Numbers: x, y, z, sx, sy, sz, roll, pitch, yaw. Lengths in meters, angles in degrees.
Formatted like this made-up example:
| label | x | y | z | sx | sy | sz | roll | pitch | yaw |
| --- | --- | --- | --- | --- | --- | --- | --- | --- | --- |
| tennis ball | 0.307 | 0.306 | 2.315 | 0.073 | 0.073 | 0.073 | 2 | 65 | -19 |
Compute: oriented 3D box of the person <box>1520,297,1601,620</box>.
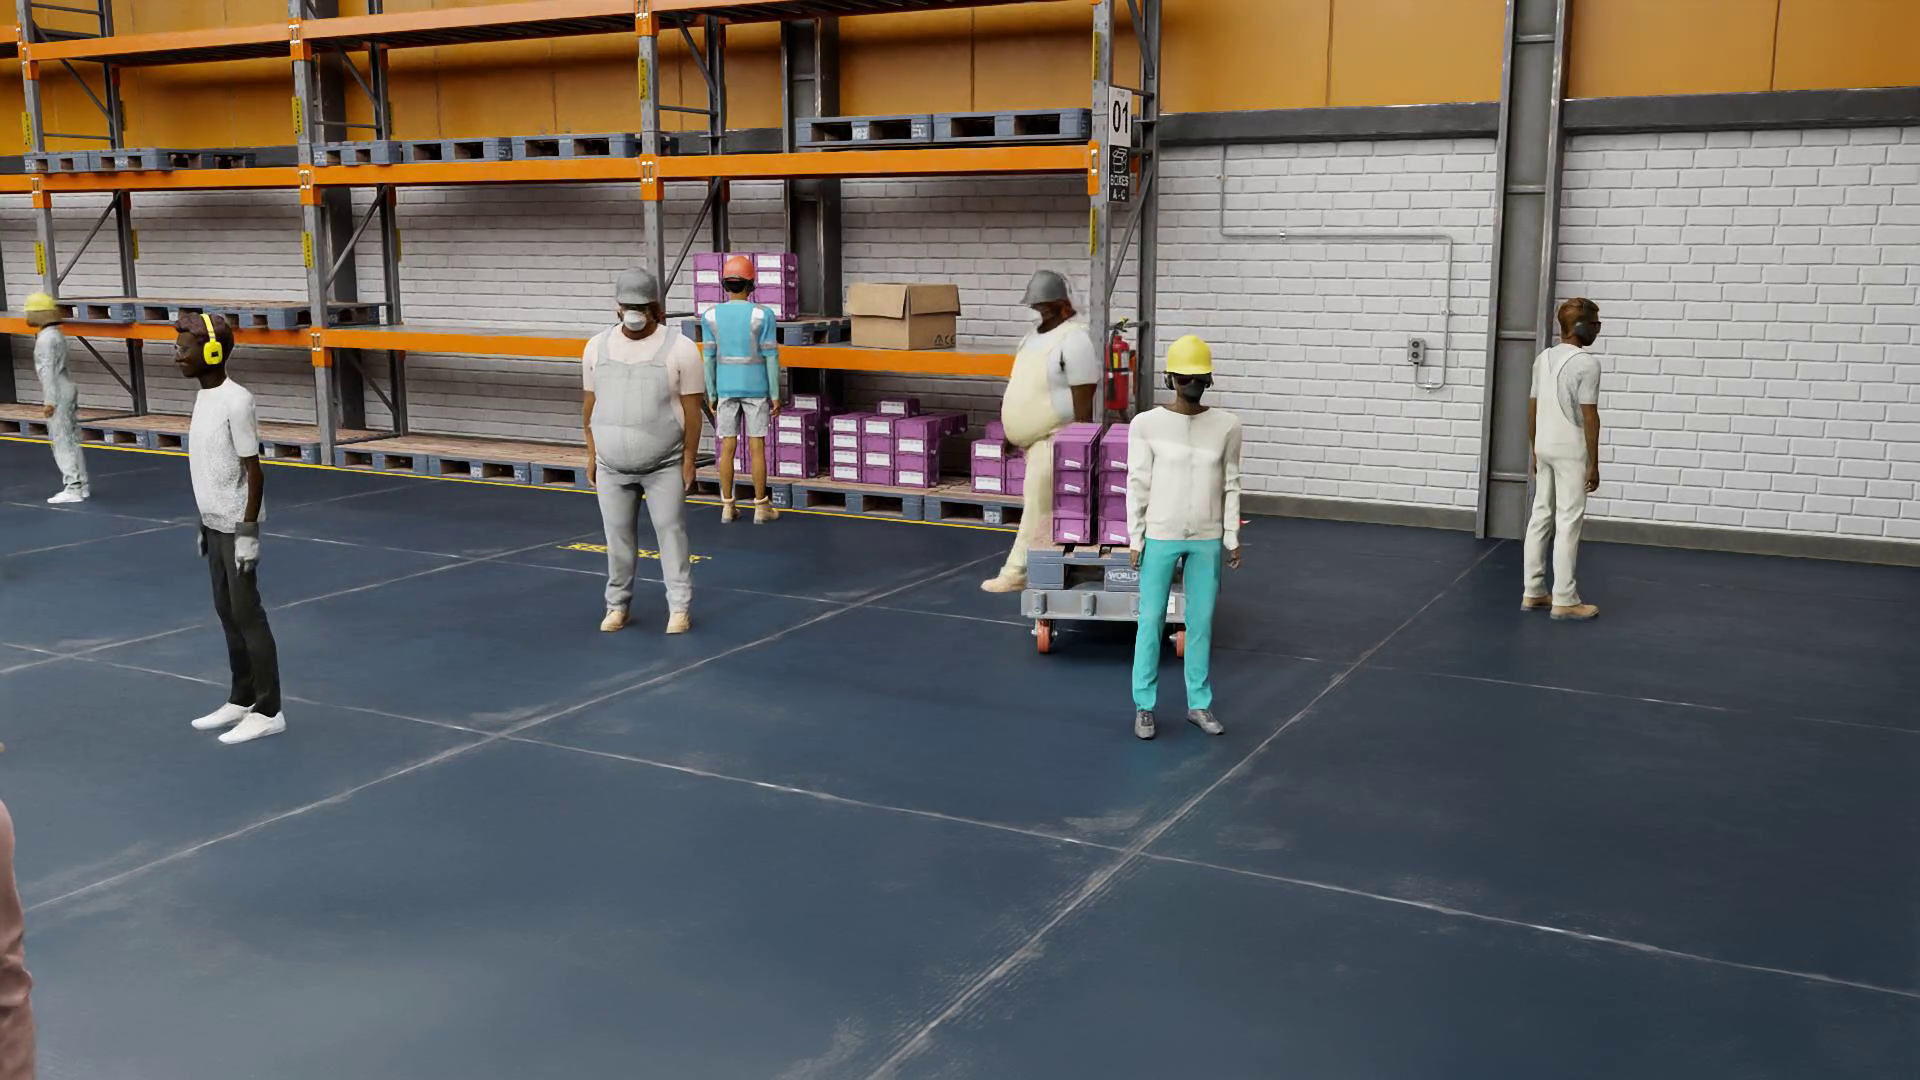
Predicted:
| label | x | y | z | sx | sy | sz | roll | pitch | yaw |
| --- | --- | --- | --- | --- | --- | --- | --- | --- | --- |
| person | 3.479 | -0.467 | 9.574 | 0.324 | 1.842 | 0.516 | -4 | 11 | -21 |

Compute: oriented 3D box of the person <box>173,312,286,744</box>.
| label | x | y | z | sx | sy | sz | roll | pitch | yaw |
| --- | --- | --- | --- | --- | --- | --- | --- | --- | --- |
| person | -3.189 | -0.052 | 7.231 | 0.309 | 1.868 | 0.535 | -10 | 14 | -42 |

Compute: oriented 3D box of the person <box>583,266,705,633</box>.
| label | x | y | z | sx | sy | sz | roll | pitch | yaw |
| --- | --- | --- | --- | --- | --- | --- | --- | --- | --- |
| person | -1.760 | -0.487 | 9.142 | 0.681 | 2.000 | 0.535 | 1 | 10 | 7 |

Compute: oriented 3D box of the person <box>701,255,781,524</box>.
| label | x | y | z | sx | sy | sz | roll | pitch | yaw |
| --- | --- | --- | --- | --- | --- | --- | --- | --- | --- |
| person | -1.657 | -1.141 | 12.707 | 0.608 | 2.048 | 0.365 | 2 | 11 | 12 |

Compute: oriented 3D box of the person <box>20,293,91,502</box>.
| label | x | y | z | sx | sy | sz | roll | pitch | yaw |
| --- | --- | --- | --- | --- | --- | --- | --- | --- | --- |
| person | -7.512 | -1.175 | 13.798 | 0.404 | 1.721 | 0.491 | -3 | 11 | -18 |

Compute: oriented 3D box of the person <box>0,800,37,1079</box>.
| label | x | y | z | sx | sy | sz | roll | pitch | yaw |
| --- | --- | --- | --- | --- | --- | --- | --- | --- | --- |
| person | -1.590 | 0.888 | 2.354 | 0.523 | 1.769 | 0.315 | -4 | 11 | -20 |

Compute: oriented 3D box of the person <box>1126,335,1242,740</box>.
| label | x | y | z | sx | sy | sz | roll | pitch | yaw |
| --- | --- | --- | --- | --- | --- | --- | --- | --- | --- |
| person | 0.980 | -0.007 | 7.267 | 0.523 | 1.769 | 0.313 | -2 | 11 | -11 |

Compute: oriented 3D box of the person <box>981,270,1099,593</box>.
| label | x | y | z | sx | sy | sz | roll | pitch | yaw |
| --- | --- | --- | --- | --- | --- | --- | --- | --- | --- |
| person | 0.573 | -0.721 | 10.427 | 1.008 | 2.000 | 0.690 | -5 | 11 | -25 |
